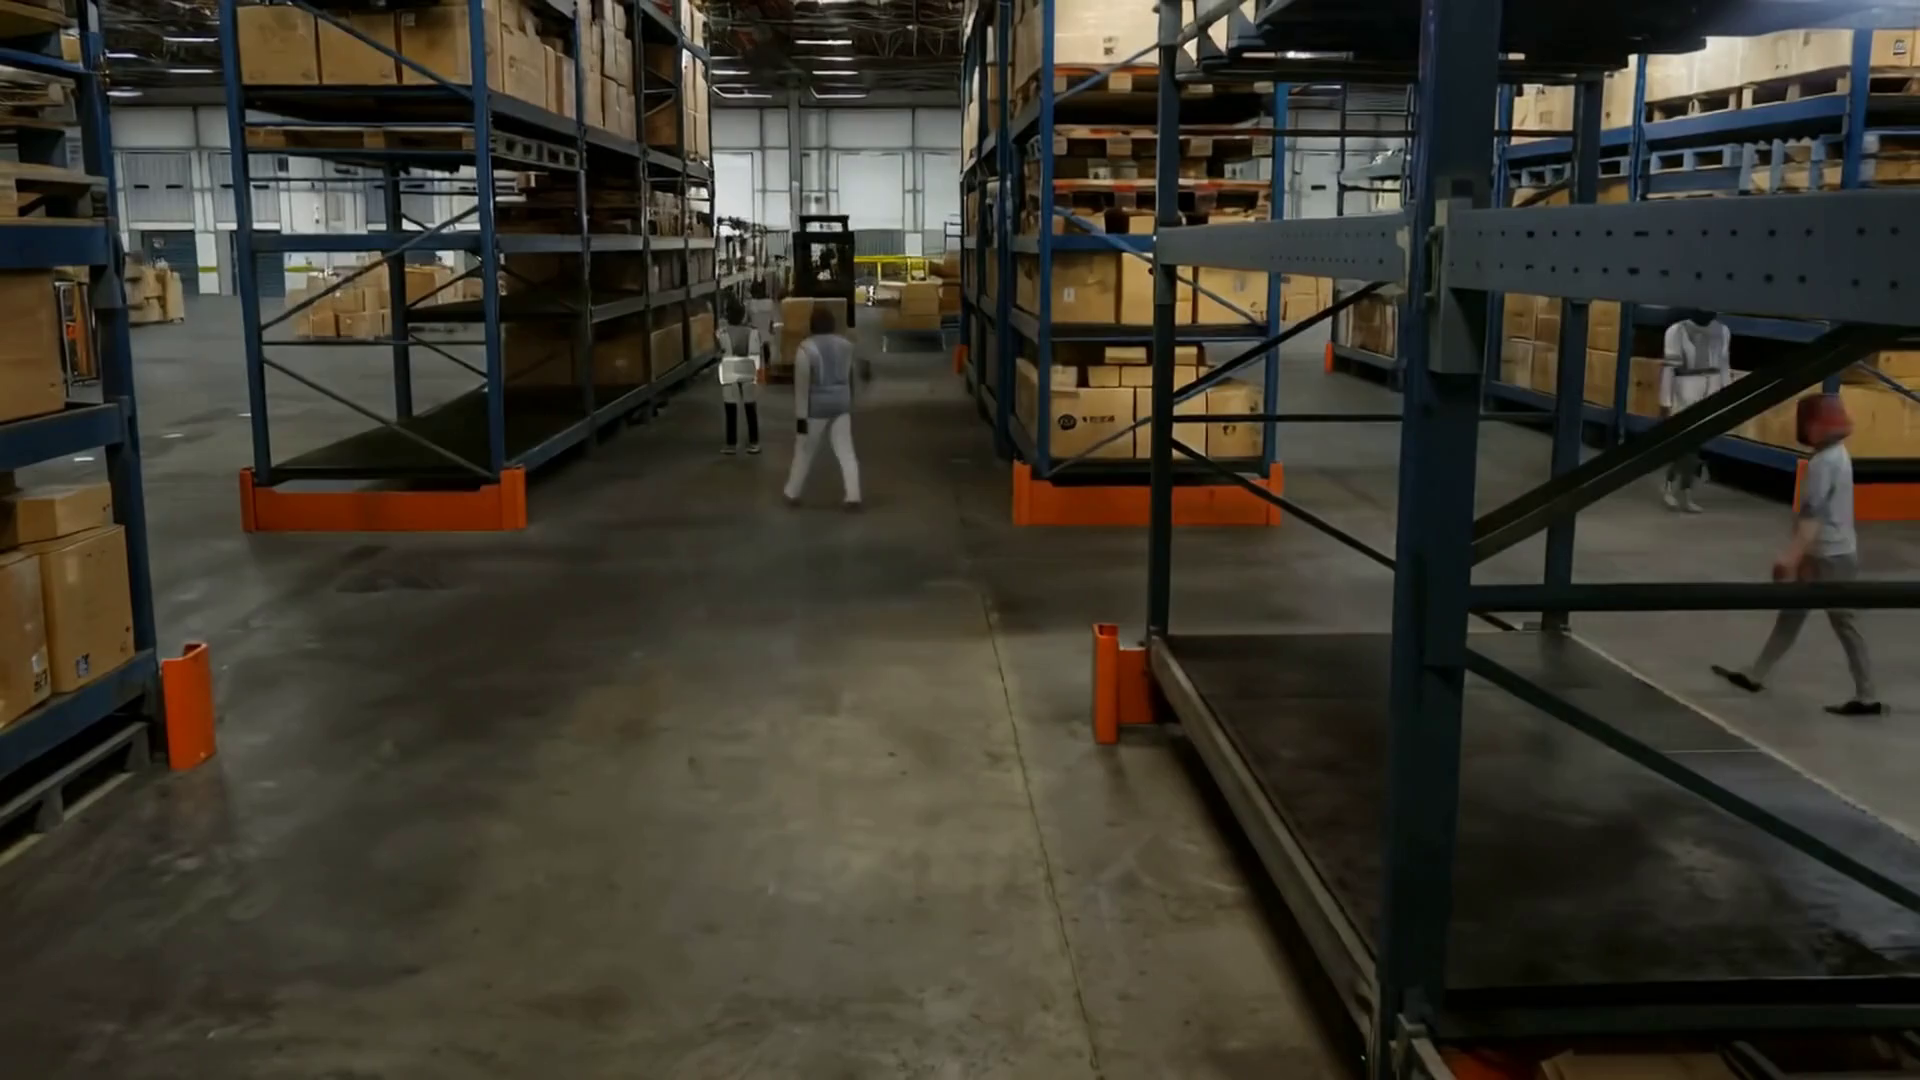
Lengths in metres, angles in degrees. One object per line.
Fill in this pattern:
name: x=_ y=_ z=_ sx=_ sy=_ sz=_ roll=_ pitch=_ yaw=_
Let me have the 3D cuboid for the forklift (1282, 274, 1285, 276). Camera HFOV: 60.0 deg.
forklift: x=12.244 y=-10.301 z=62.506 sx=1.129 sy=2.768 sz=1.873 roll=0 pitch=10 yaw=-2

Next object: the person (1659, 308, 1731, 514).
person: x=6.359 y=-1.225 z=14.331 sx=0.609 sy=2.024 sz=0.423 roll=-3 pitch=11 yaw=-16

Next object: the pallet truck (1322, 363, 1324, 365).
pallet truck: x=7.712 y=-4.157 z=30.737 sx=1.885 sy=1.965 sz=0.823 roll=3 pitch=11 yaw=16

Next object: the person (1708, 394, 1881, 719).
person: x=4.210 y=0.073 z=8.287 sx=0.865 sy=1.586 sz=0.523 roll=7 pitch=12 yaw=32

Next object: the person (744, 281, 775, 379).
person: x=-3.457 y=-3.626 z=28.657 sx=0.541 sy=1.677 sz=0.647 roll=-1 pitch=10 yaw=-6

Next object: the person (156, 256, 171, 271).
person: x=-27.981 y=-9.046 z=58.411 sx=0.429 sy=1.844 sz=0.627 roll=1 pitch=10 yaw=6

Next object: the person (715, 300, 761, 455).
person: x=-2.456 y=-1.792 z=18.390 sx=0.531 sy=1.699 sz=0.320 roll=-6 pitch=12 yaw=-30

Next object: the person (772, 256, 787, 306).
person: x=-6.574 y=-9.451 z=60.785 sx=0.924 sy=1.796 sz=0.536 roll=6 pitch=12 yaw=30

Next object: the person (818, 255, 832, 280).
person: x=-3.726 y=-6.913 z=46.178 sx=0.368 sy=1.966 sz=0.603 roll=-5 pitch=11 yaw=-27

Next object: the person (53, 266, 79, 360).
person: x=-17.735 y=-4.526 z=32.961 sx=0.547 sy=1.937 sz=0.379 roll=-6 pitch=12 yaw=-28

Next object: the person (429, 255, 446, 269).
person: x=-16.374 y=-7.972 z=52.190 sx=0.643 sy=1.927 sz=0.642 roll=7 pitch=12 yaw=35

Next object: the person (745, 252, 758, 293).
person: x=-8.237 y=-10.402 z=65.731 sx=0.566 sy=1.919 sz=0.483 roll=4 pitch=11 yaw=19

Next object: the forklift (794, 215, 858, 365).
forklift: x=-2.494 y=-4.637 z=30.953 sx=1.129 sy=2.768 sz=1.873 roll=0 pitch=10 yaw=-2

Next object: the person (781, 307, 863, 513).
person: x=-1.202 y=-1.135 z=14.520 sx=0.647 sy=1.777 sz=0.955 roll=-7 pitch=12 yaw=-34

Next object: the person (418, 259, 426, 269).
person: x=-20.285 y=-9.761 z=62.785 sx=0.319 sy=1.698 sz=0.538 roll=1 pitch=10 yaw=3
